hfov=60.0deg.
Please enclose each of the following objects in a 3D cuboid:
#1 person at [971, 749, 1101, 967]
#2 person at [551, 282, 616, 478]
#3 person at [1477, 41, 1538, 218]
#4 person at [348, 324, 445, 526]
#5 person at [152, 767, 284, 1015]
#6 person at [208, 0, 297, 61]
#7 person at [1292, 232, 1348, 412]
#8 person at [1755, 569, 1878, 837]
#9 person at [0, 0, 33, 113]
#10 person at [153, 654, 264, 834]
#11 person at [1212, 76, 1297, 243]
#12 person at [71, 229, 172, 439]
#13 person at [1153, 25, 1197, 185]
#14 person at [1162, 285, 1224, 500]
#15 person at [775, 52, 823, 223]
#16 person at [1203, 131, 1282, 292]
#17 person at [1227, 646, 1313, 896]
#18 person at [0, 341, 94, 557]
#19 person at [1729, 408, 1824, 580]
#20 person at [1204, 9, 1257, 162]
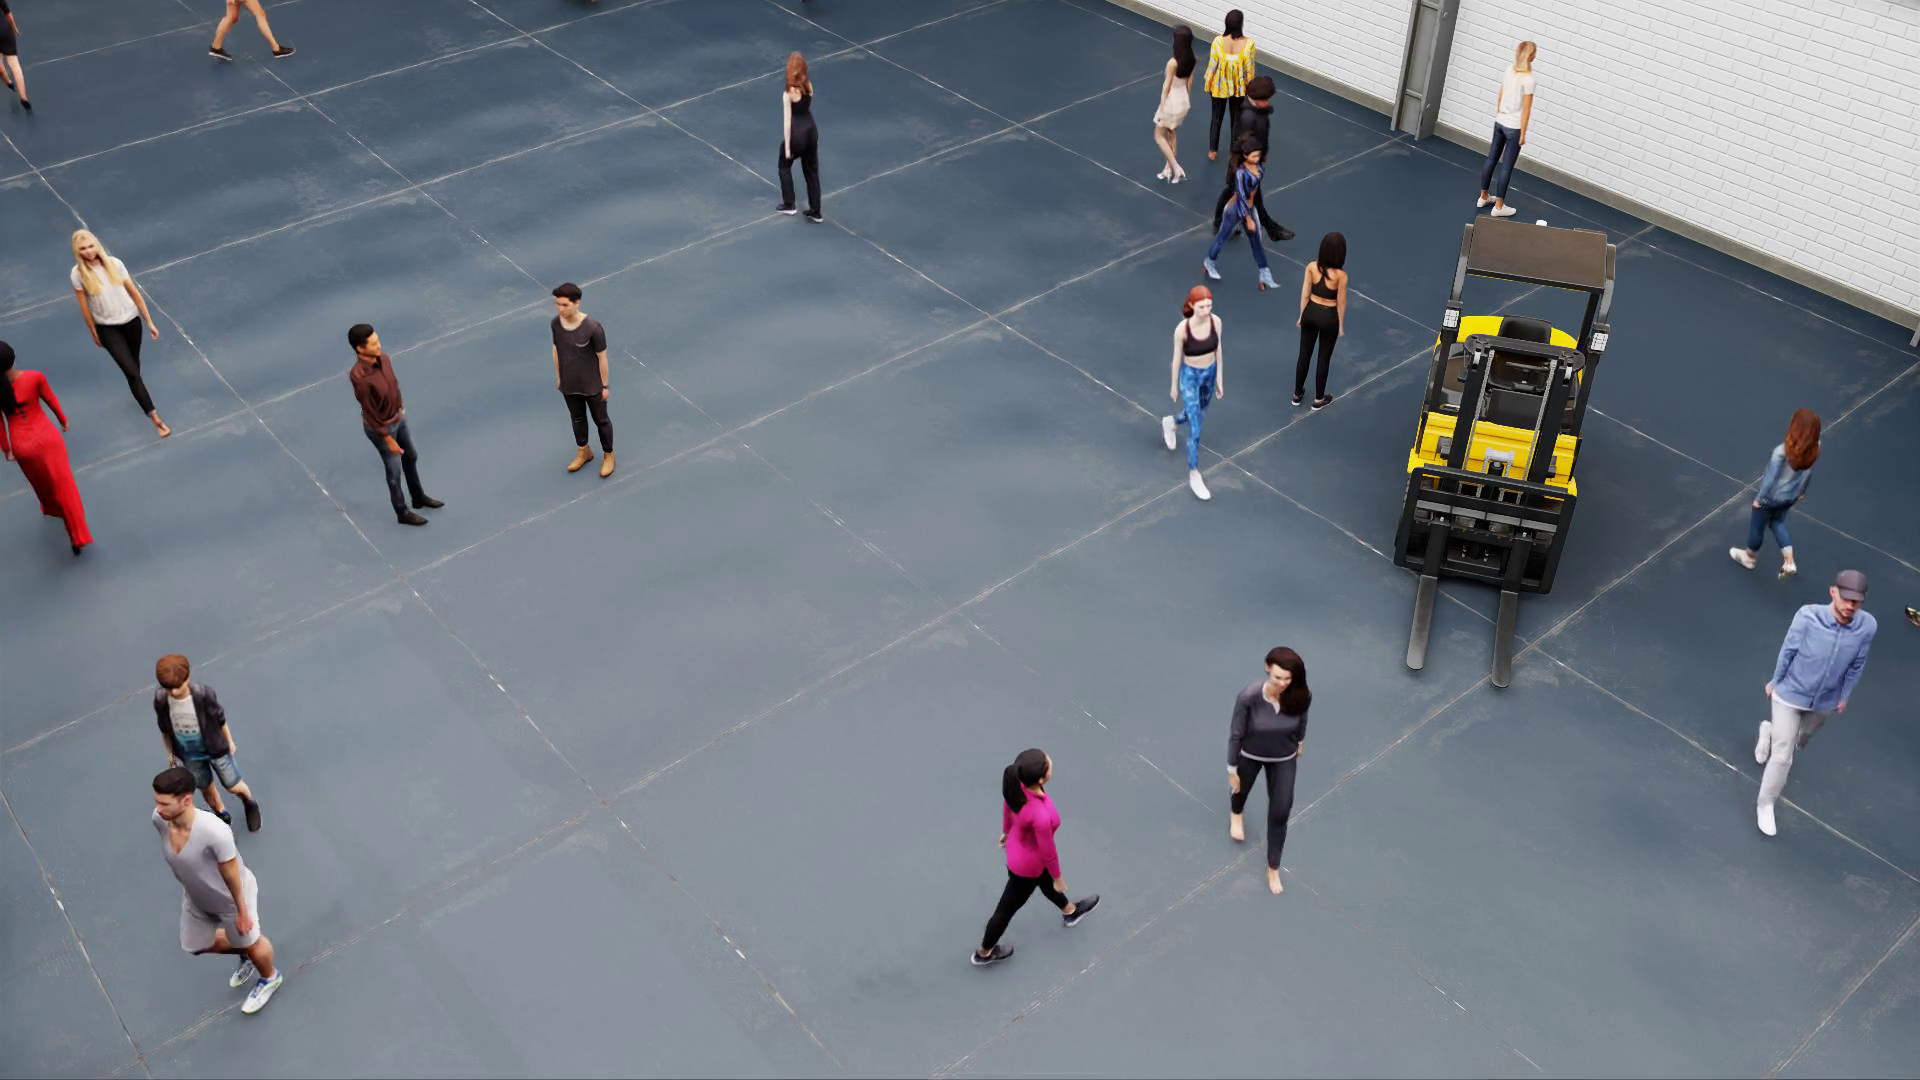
[{"bbox_3d":[0.291,1.837,9.422,0.915,1.664,1.099,-13,40,-15],"label":"person"},{"bbox_3d":[-3.018,-1.304,13.304,0.672,1.717,0.770,11,40,13],"label":"person"},{"bbox_3d":[5.553,-4.170,16.820,0.704,1.809,0.544,-15,41,-18],"label":"person"},{"bbox_3d":[-4.428,-0.869,12.713,0.815,1.775,0.776,7,39,9],"label":"person"},{"bbox_3d":[-4.036,1.881,9.214,0.789,1.844,0.876,13,41,16],"label":"person"},{"bbox_3d":[-8.759,-6.601,19.871,0.961,1.799,1.229,-12,40,-15],"label":"person"},{"bbox_3d":[3.040,-1.850,14.047,0.532,1.643,0.679,22,44,25],"label":"person"},{"bbox_3d":[5.302,0.904,10.418,1.133,1.867,1.147,6,39,8],"label":"person"},{"bbox_3d":[-10.867,-5.649,18.823,0.737,1.620,1.127,-17,42,-21],"label":"person"},{"bbox_3d":[-4.695,1.251,10.323,0.670,1.446,0.721,-2,39,-3],"label":"person"},{"bbox_3d":[2.739,-3.721,16.325,1.177,1.723,0.988,12,40,14],"label":"person"},{"bbox_3d":[-7.030,-1.789,13.869,1.192,1.770,0.681,31,48,33],"label":"person"},{"bbox_3d":[2.259,-4.461,17.250,0.618,1.726,0.668,-29,47,-31],"label":"person"},{"bbox_3d":[1.847,-1.259,13.220,0.758,1.761,1.175,-16,41,-19],"label":"person"},{"bbox_3d":[-1.513,-4.002,16.682,0.801,1.717,0.659,28,46,30],"label":"person"},{"bbox_3d":[2.553,-3.084,15.647,1.112,1.575,0.770,25,45,28],"label":"person"},{"bbox_3d":[1.836,1.233,10.115,1.014,1.732,1.121,-1,39,-1],"label":"person"},{"bbox_3d":[-6.907,-0.649,12.480,0.771,1.732,1.196,-20,43,-23],"label":"person"},{"bbox_3d":[6.081,-0.300,12.250,0.723,1.463,0.874,-12,40,-15],"label":"person"},{"bbox_3d":[2.880,-4.851,17.798,0.883,1.651,0.945,5,39,7],"label":"person"}]
